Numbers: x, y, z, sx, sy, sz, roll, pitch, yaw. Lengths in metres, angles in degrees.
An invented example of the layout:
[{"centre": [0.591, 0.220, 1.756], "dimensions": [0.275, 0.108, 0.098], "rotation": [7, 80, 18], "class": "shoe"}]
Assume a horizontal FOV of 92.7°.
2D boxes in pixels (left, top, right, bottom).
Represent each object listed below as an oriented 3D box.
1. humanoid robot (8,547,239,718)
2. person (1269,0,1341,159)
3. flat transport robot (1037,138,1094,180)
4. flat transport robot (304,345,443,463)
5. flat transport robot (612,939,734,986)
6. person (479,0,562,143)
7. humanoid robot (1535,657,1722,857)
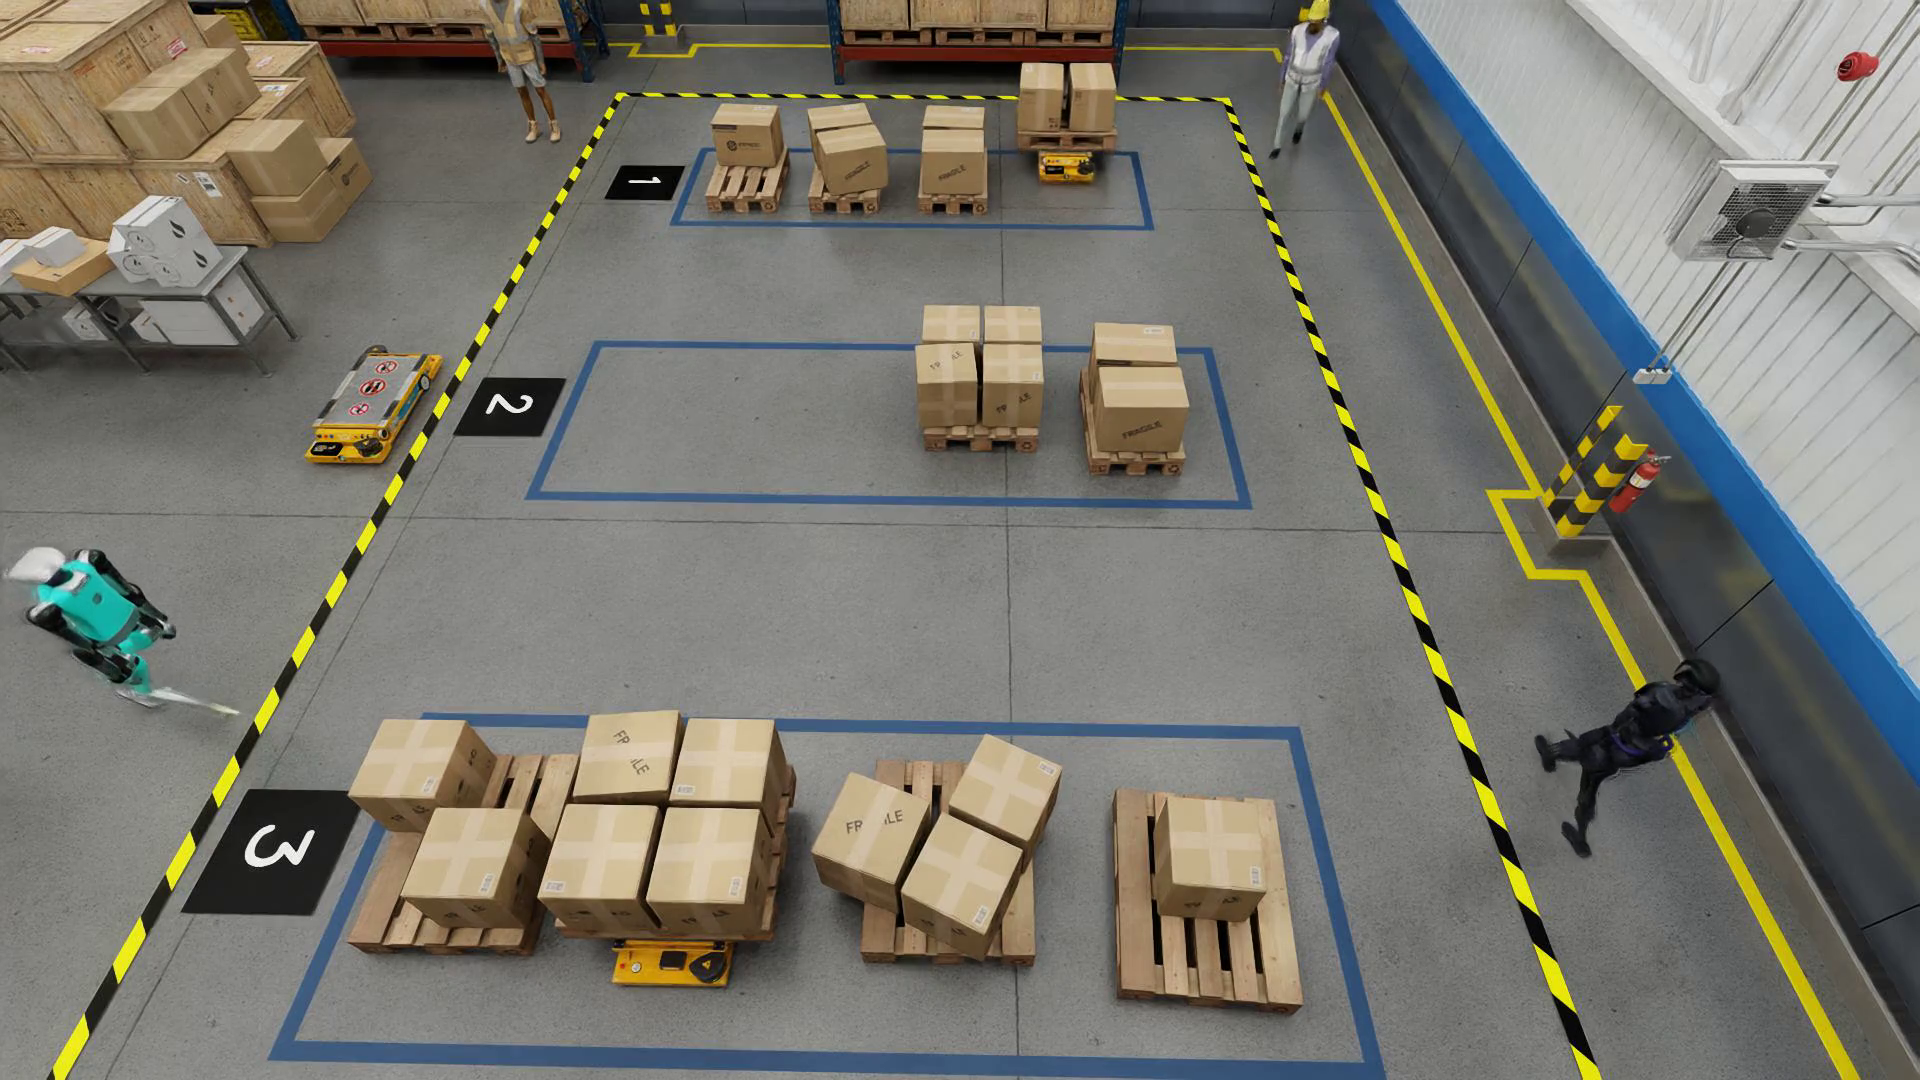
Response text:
[{"centre": [-5.546, 0.674, 5.867], "dimensions": [0.998, 1.786, 0.531], "rotation": [2, 50, 1], "class": "humanoid robot"}, {"centre": [4.133, -5.551, 11.049], "dimensions": [0.613, 1.814, 0.490], "rotation": [21, 53, 17], "class": "person"}, {"centre": [1.307, -4.988, 11.569], "dimensions": [0.652, 0.197, 1.431], "rotation": [1, 50, 1], "class": "flat transport robot"}, {"centre": [-5.383, -1.269, 8.441], "dimensions": [0.659, 0.231, 1.431], "rotation": [1, 50, 1], "class": "flat transport robot"}, {"centre": [-1.659, 1.971, 5.681], "dimensions": [0.652, 0.197, 1.431], "rotation": [1, 50, 1], "class": "flat transport robot"}, {"centre": [-5.383, -5.885, 11.192], "dimensions": [0.604, 2.034, 0.388], "rotation": [1, 50, 1], "class": "person"}, {"centre": [3.918, 1.199, 5.465], "dimensions": [0.599, 1.622, 0.815], "rotation": [-7, 50, -6], "class": "humanoid robot"}]
